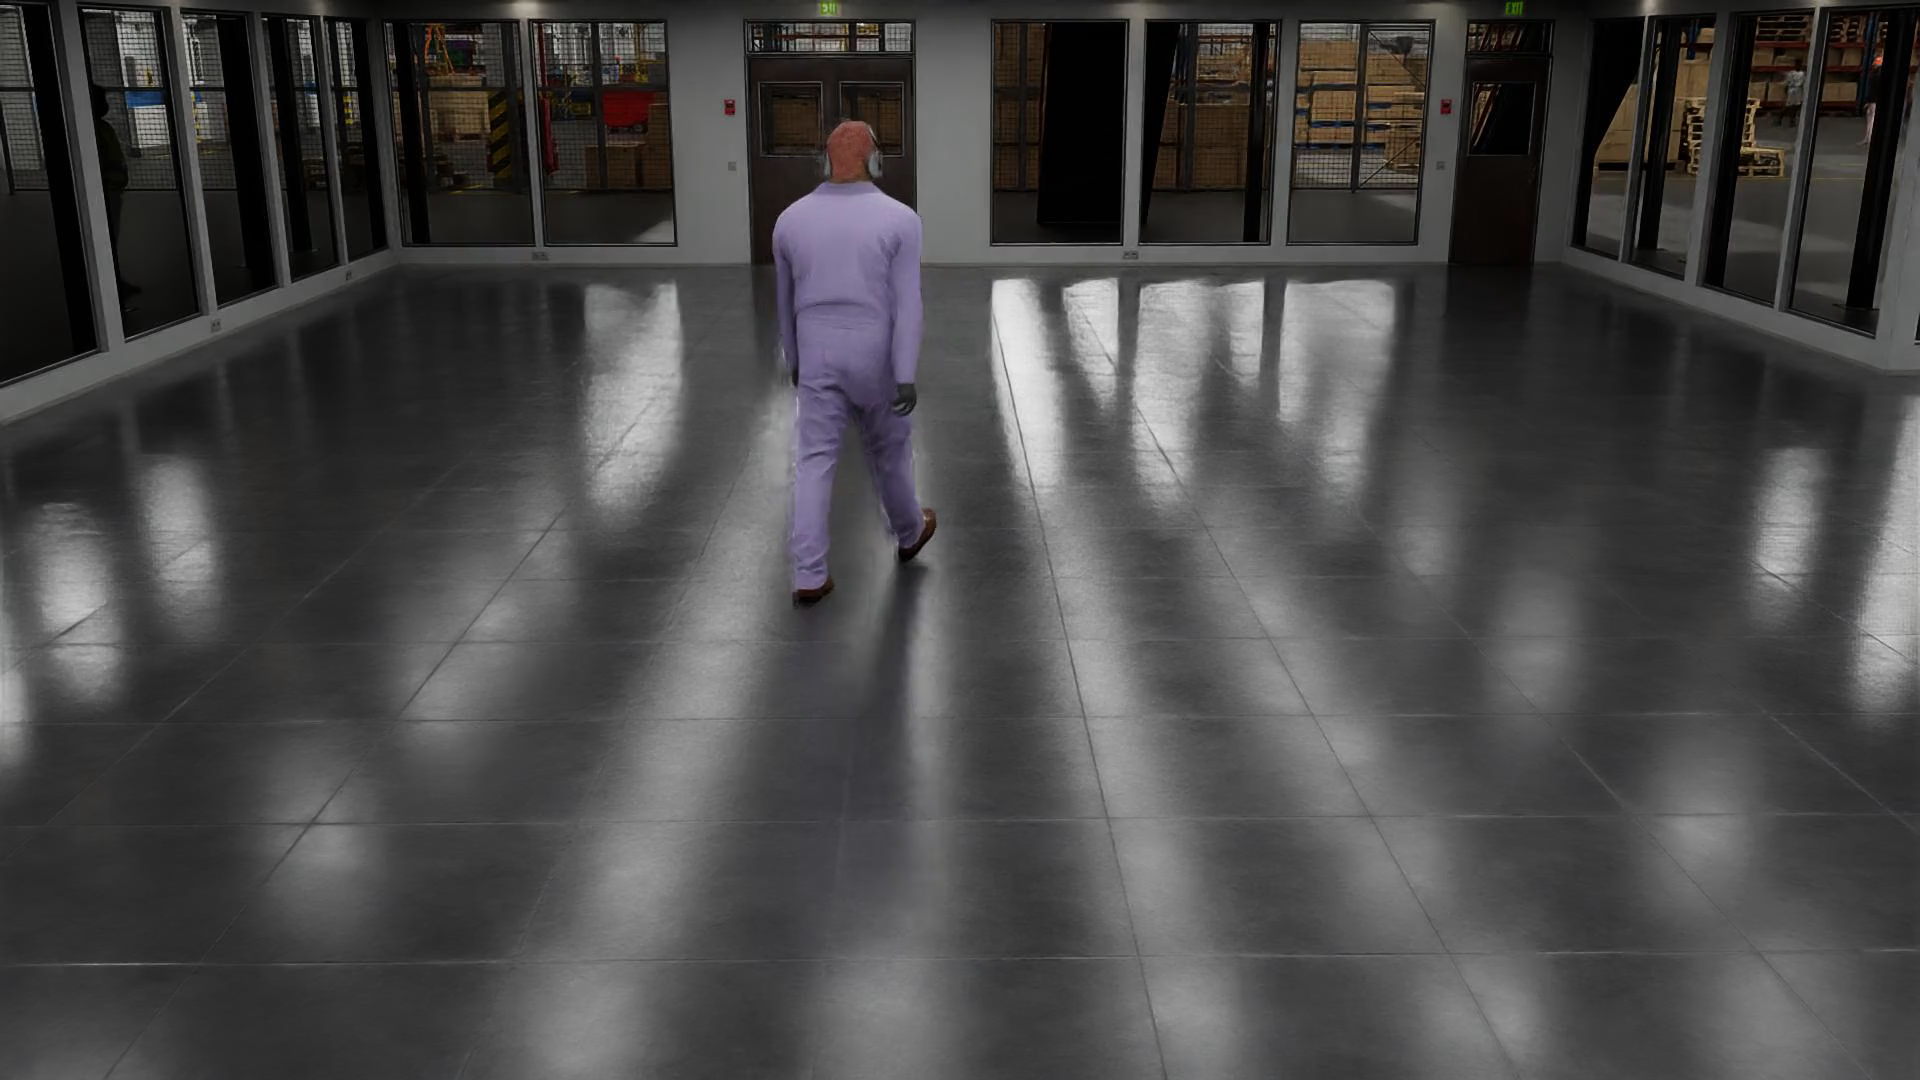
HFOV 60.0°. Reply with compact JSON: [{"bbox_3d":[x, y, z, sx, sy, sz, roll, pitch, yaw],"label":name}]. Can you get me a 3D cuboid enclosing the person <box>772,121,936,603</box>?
[{"bbox_3d":[-0.423,-0.727,6.685,0.652,1.844,1.025,5,17,16],"label":"person"}]
